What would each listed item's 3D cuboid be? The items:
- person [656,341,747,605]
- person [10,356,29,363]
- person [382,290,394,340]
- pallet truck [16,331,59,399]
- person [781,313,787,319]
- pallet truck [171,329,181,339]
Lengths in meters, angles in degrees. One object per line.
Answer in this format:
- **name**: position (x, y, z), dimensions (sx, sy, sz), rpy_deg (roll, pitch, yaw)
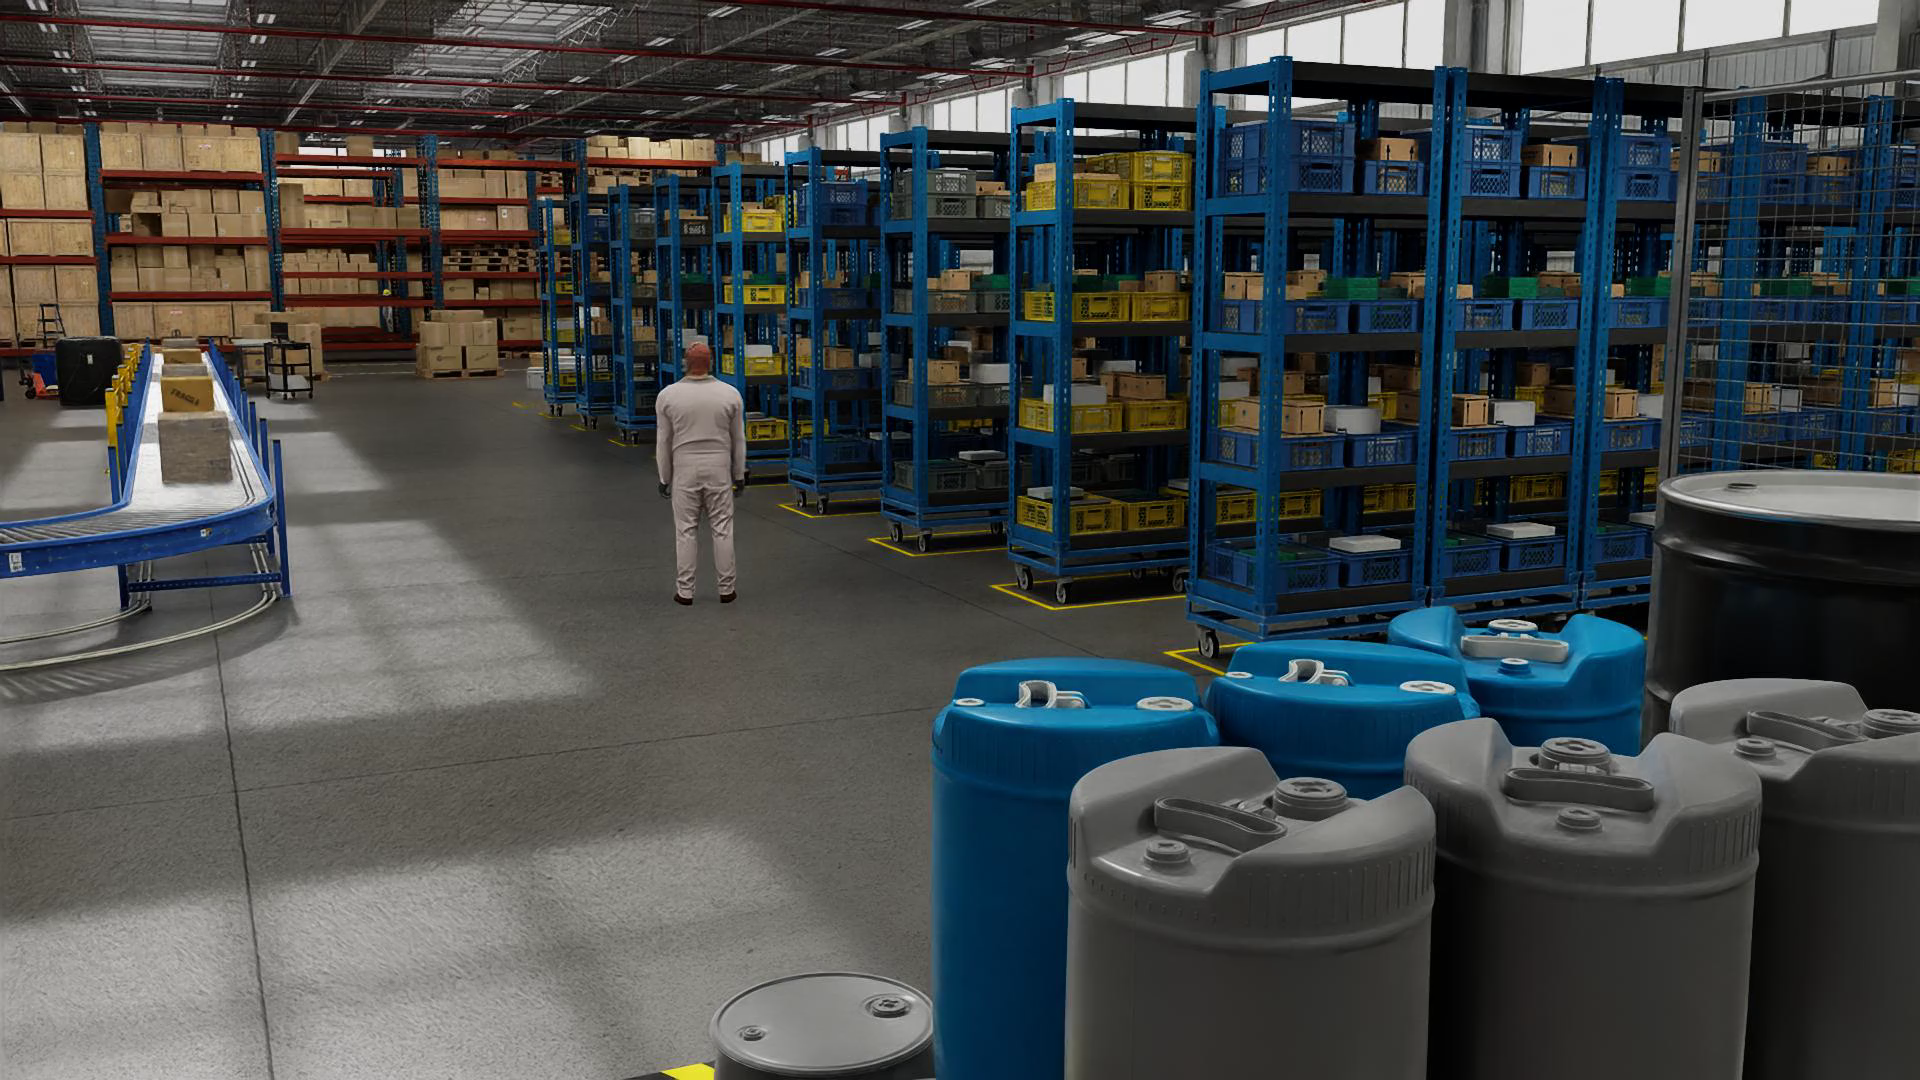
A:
- **person**: position (-1.874, -0.481, 12.064), dimensions (0.651, 1.913, 0.410), rpy_deg (-2, 9, -15)
- **person**: position (-24.810, -5.459, 43.835), dimensions (0.336, 1.618, 0.516), rpy_deg (0, 9, -2)
- **person**: position (-18.997, -7.412, 55.347), dimensions (0.403, 1.823, 0.588), rpy_deg (-3, 10, -17)
- **pallet truck**: position (-17.082, -3.353, 31.781), dimensions (1.630, 1.274, 0.653), rpy_deg (-4, 10, -25)
- **person**: position (-4.656, -5.975, 45.944), dimensions (0.611, 1.985, 0.415), rpy_deg (-5, 11, -30)
- **pallet truck**: position (-17.275, -3.851, 35.096), dimensions (1.601, 1.201, 0.680), rpy_deg (0, 9, 1)
